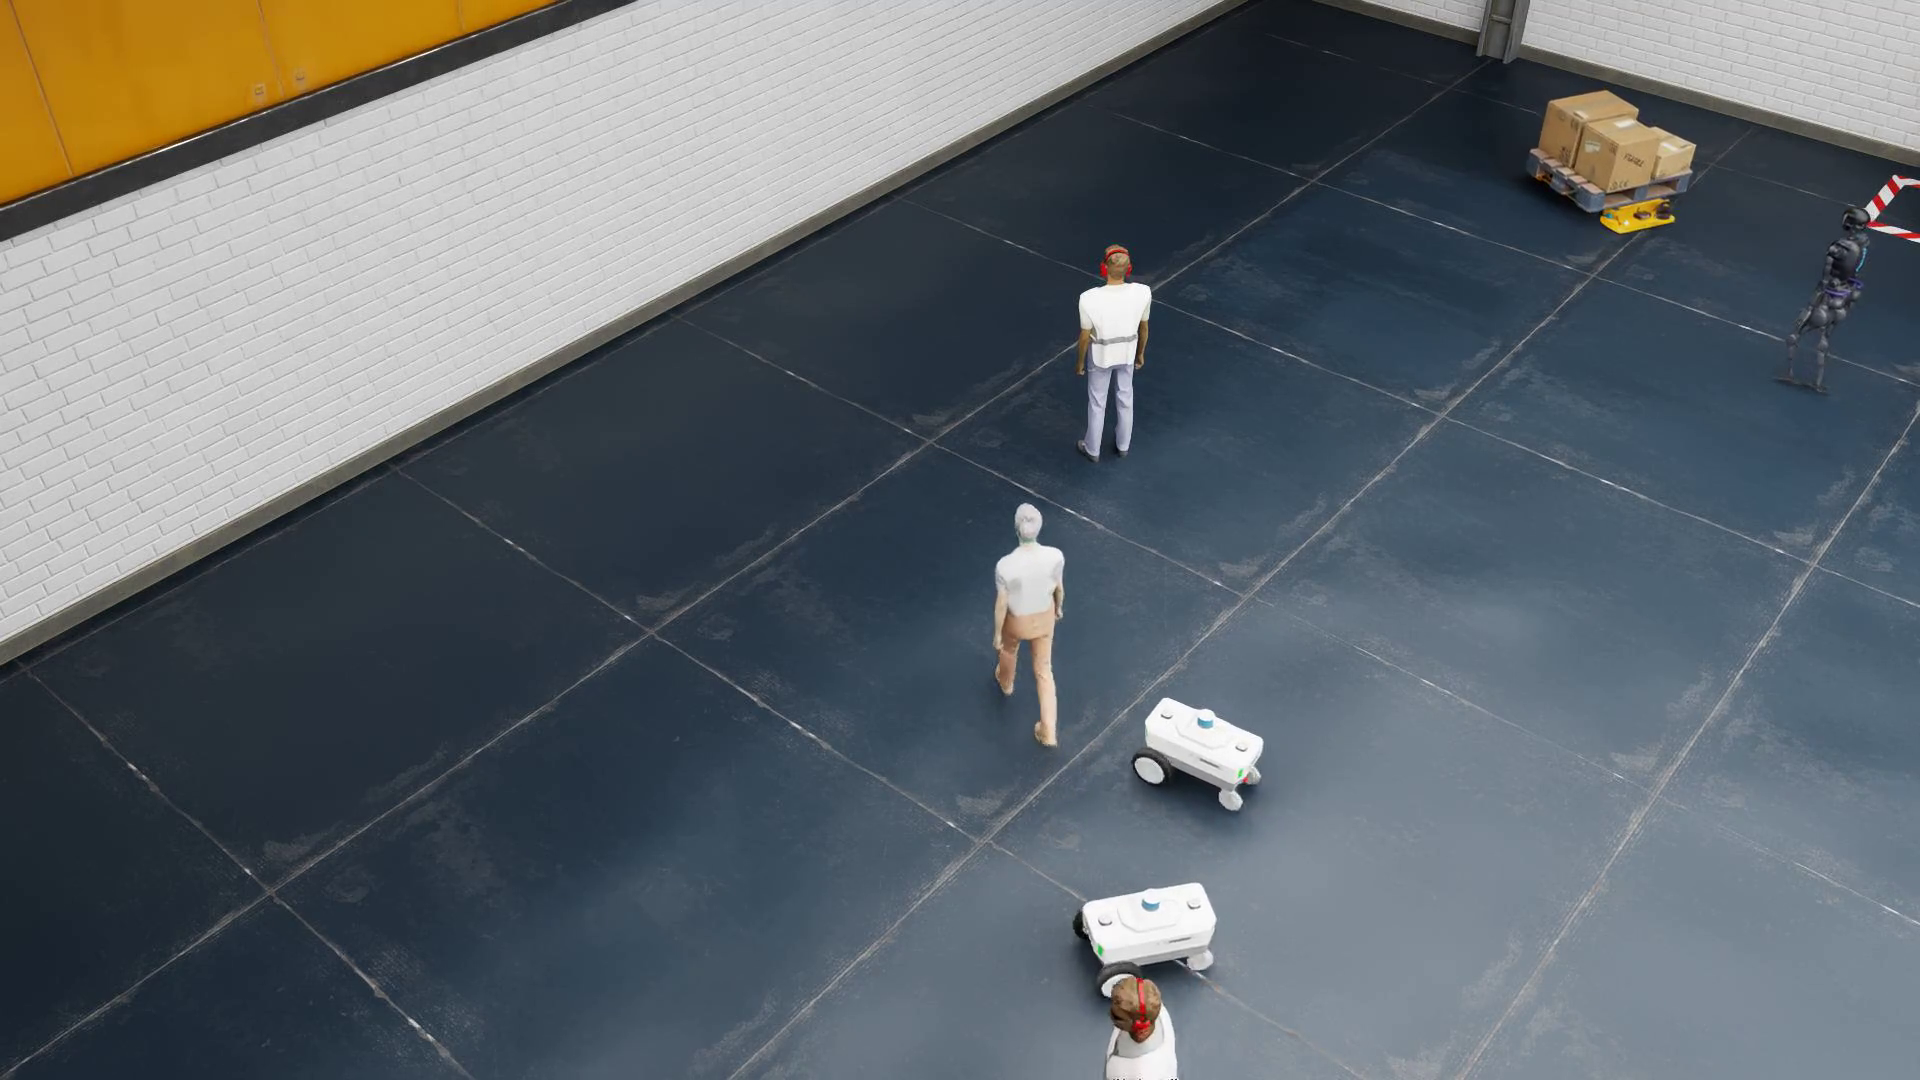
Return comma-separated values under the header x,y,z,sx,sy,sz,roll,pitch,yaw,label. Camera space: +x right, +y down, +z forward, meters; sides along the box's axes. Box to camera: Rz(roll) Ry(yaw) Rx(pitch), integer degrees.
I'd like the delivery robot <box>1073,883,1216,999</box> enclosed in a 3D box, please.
x,y,z,sx,sy,sz,roll,pitch,yaw,label
1.038,2.197,9.338,0.801,0.602,0.499,-8,40,-10,delivery robot

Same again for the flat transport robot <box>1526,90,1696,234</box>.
x,y,z,sx,sy,sz,roll,pitch,yaw,label
6.414,-3.500,16.631,0.659,0.231,1.431,-14,41,-17,flat transport robot

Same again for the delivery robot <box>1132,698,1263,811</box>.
x,y,z,sx,sy,sz,roll,pitch,yaw,label
1.507,1.302,10.437,0.785,0.589,0.499,22,44,25,delivery robot

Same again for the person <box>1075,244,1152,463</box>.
x,y,z,sx,sy,sz,roll,pitch,yaw,label
1.163,-1.402,12.770,0.564,1.845,0.388,-9,40,-11,person

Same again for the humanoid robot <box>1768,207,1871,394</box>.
x,y,z,sx,sy,sz,roll,pitch,yaw,label
7.108,-1.965,13.606,0.606,1.638,0.502,-22,44,-25,humanoid robot

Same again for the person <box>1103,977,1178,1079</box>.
x,y,z,sx,sy,sz,roll,pitch,yaw,label
0.898,2.656,7.764,0.749,1.817,0.571,0,39,0,person

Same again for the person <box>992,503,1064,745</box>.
x,y,z,sx,sy,sz,roll,pitch,yaw,label
0.442,0.494,10.525,0.493,1.704,0.869,-8,40,-10,person
